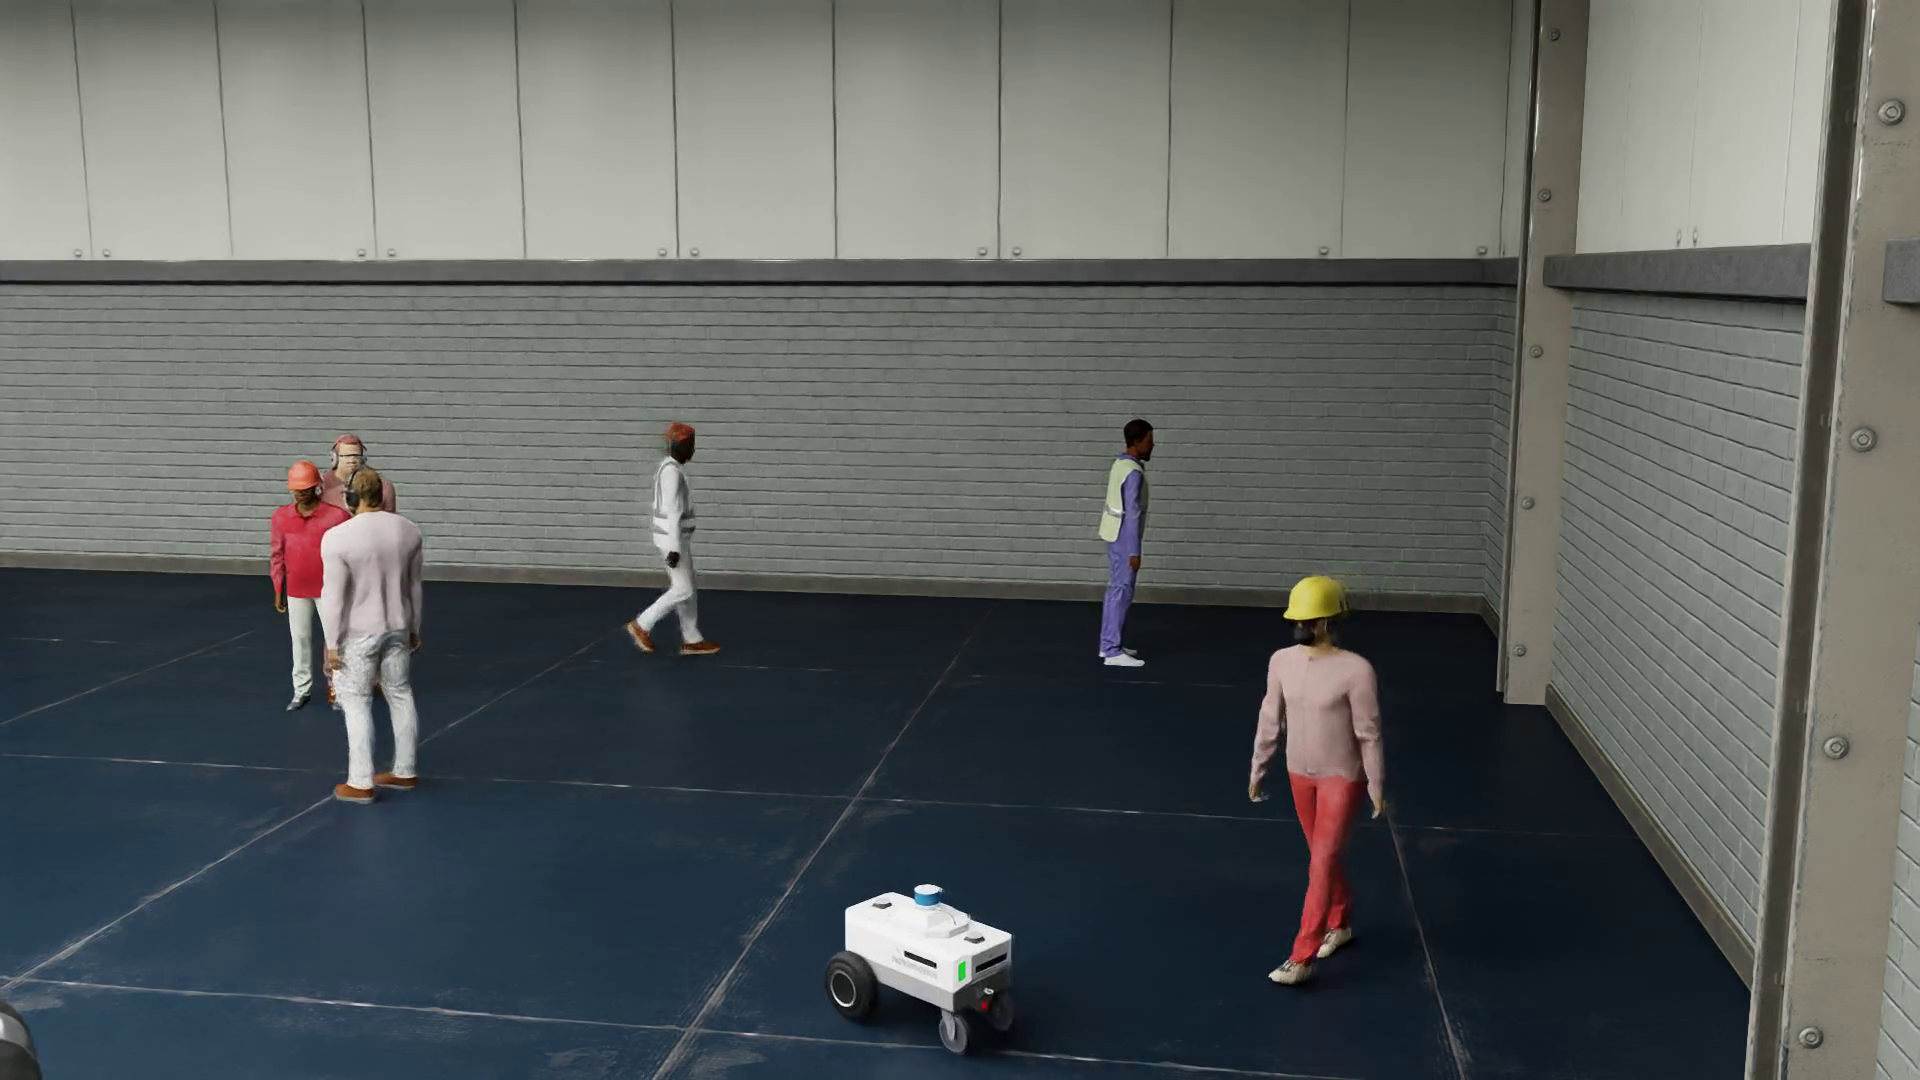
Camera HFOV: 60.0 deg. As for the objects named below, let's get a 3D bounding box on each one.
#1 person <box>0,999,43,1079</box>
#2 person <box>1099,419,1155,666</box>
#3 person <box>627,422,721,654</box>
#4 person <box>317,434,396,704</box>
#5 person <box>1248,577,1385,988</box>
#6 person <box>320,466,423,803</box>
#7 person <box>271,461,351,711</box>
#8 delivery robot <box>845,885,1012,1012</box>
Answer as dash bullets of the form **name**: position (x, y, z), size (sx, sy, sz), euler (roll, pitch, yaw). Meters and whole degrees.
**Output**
- **person**: position (-1.955, 1.508, 3.190), size (0.615, 2.043, 0.373), euler (7, 12, 39)
- **person**: position (1.279, 0.016, 12.830), size (0.401, 1.908, 0.604), euler (0, 9, -3)
- **person**: position (-2.237, 0.010, 12.941), size (0.630, 1.870, 0.628), euler (-1, 9, -7)
- **person**: position (-4.260, 0.205, 11.678), size (0.643, 1.899, 0.396), euler (-4, 10, -24)
- **person**: position (1.499, 1.019, 7.108), size (0.828, 1.732, 0.558), euler (-8, 12, -42)
- **person**: position (-3.357, 0.537, 9.562), size (0.371, 1.931, 0.636), euler (7, 12, 38)
- **person**: position (-4.462, 0.319, 11.454), size (0.569, 1.743, 0.352), euler (0, 9, -1)
- **delivery robot**: position (-0.130, 1.634, 6.699), size (0.707, 0.478, 0.477), euler (9, 13, 42)
